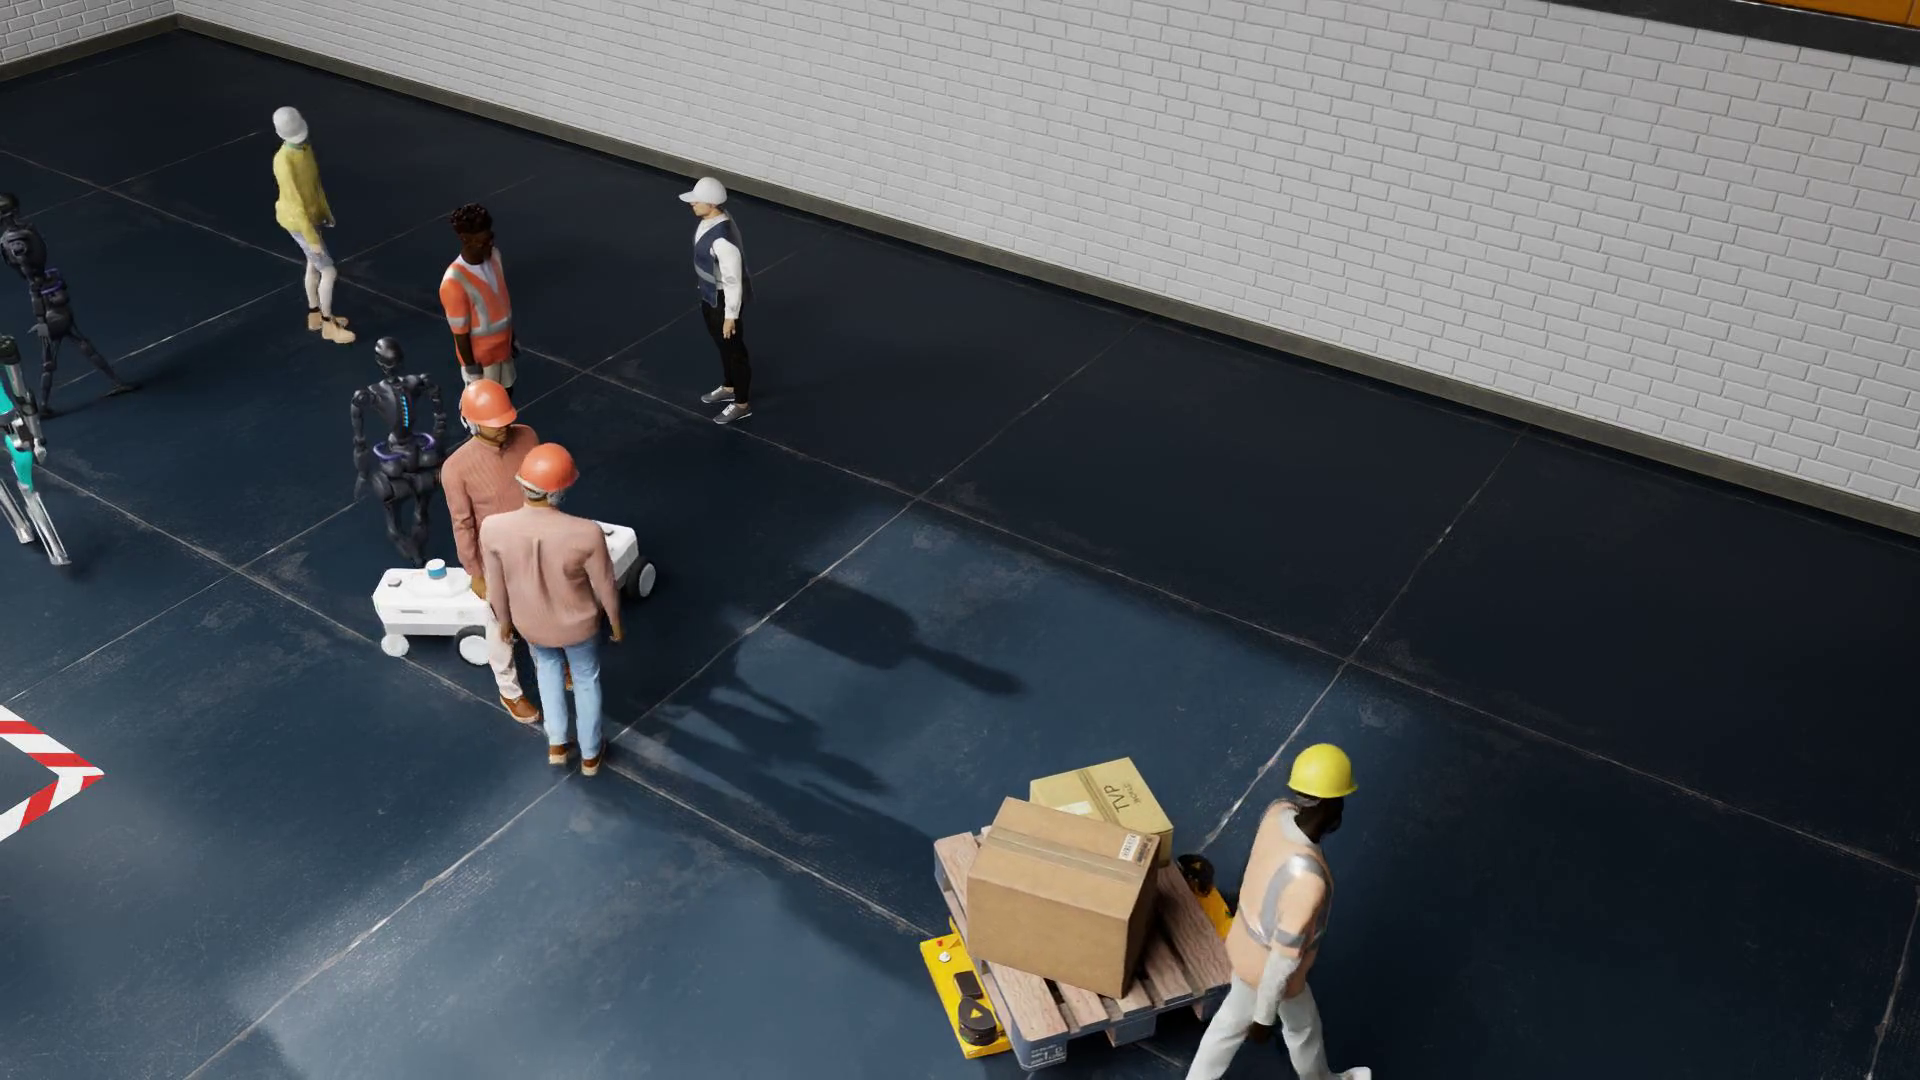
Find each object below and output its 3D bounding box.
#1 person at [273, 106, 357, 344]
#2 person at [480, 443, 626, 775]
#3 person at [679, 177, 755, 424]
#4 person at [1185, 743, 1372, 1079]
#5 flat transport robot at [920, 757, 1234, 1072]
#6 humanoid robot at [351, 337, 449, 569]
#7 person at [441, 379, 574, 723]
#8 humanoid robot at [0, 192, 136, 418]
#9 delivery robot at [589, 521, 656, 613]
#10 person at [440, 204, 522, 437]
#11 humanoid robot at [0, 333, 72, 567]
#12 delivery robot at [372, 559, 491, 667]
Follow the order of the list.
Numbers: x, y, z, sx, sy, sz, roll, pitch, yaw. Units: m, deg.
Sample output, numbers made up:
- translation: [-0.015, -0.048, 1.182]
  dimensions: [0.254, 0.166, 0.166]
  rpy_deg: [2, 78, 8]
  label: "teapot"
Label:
- translation: [-4.799, -2.320, 12.203]
  dimensions: [0.426, 1.848, 0.535]
  rpy_deg: [-4, 35, -6]
  label: "person"
- translation: [-1.982, 0.363, 8.258]
  dimensions: [0.643, 1.962, 0.472]
  rpy_deg: [0, 35, -1]
  label: "person"
- translation: [-1.617, -1.635, 11.300]
  dimensions: [0.432, 1.759, 0.762]
  rpy_deg: [-12, 37, -16]
  label: "person"
- translation: [1.321, 1.631, 6.544]
  dimensions: [0.909, 1.859, 0.666]
  rpy_deg: [-5, 35, -7]
  label: "person"
- translation: [0.597, 1.878, 7.580]
  dimensions: [1.431, 0.231, 0.659]
  rpy_deg: [-11, 37, -16]
  label: "flat transport robot"
- translation: [-3.214, -0.418, 9.654]
  dimensions: [0.592, 1.641, 0.484]
  rpy_deg: [-25, 42, -31]
  label: "humanoid robot"
- translation: [-2.349, 0.041, 8.702]
  dimensions: [0.376, 1.995, 0.607]
  rpy_deg: [21, 40, 27]
  label: "person"
- translation: [-6.274, -1.621, 11.389]
  dimensions: [0.778, 1.619, 0.594]
  rpy_deg: [-16, 38, -22]
  label: "humanoid robot"
- translation: [-2.153, 0.216, 9.716]
  dimensions: [0.499, 0.607, 0.790]
  rpy_deg: [11, 36, 15]
  label: "delivery robot"
- translation: [-2.983, -1.214, 10.531]
  dimensions: [0.381, 1.957, 0.600]
  rpy_deg: [7, 36, 10]
  label: "person"
- translation: [-5.724, -0.616, 9.854]
  dimensions: [0.540, 1.732, 0.982]
  rpy_deg: [-23, 41, -29]
  label: "humanoid robot"
- translation: [-2.914, 0.386, 9.478]
  dimensions: [0.816, 0.613, 0.499]
  rpy_deg: [1, 35, 2]
  label: "delivery robot"
